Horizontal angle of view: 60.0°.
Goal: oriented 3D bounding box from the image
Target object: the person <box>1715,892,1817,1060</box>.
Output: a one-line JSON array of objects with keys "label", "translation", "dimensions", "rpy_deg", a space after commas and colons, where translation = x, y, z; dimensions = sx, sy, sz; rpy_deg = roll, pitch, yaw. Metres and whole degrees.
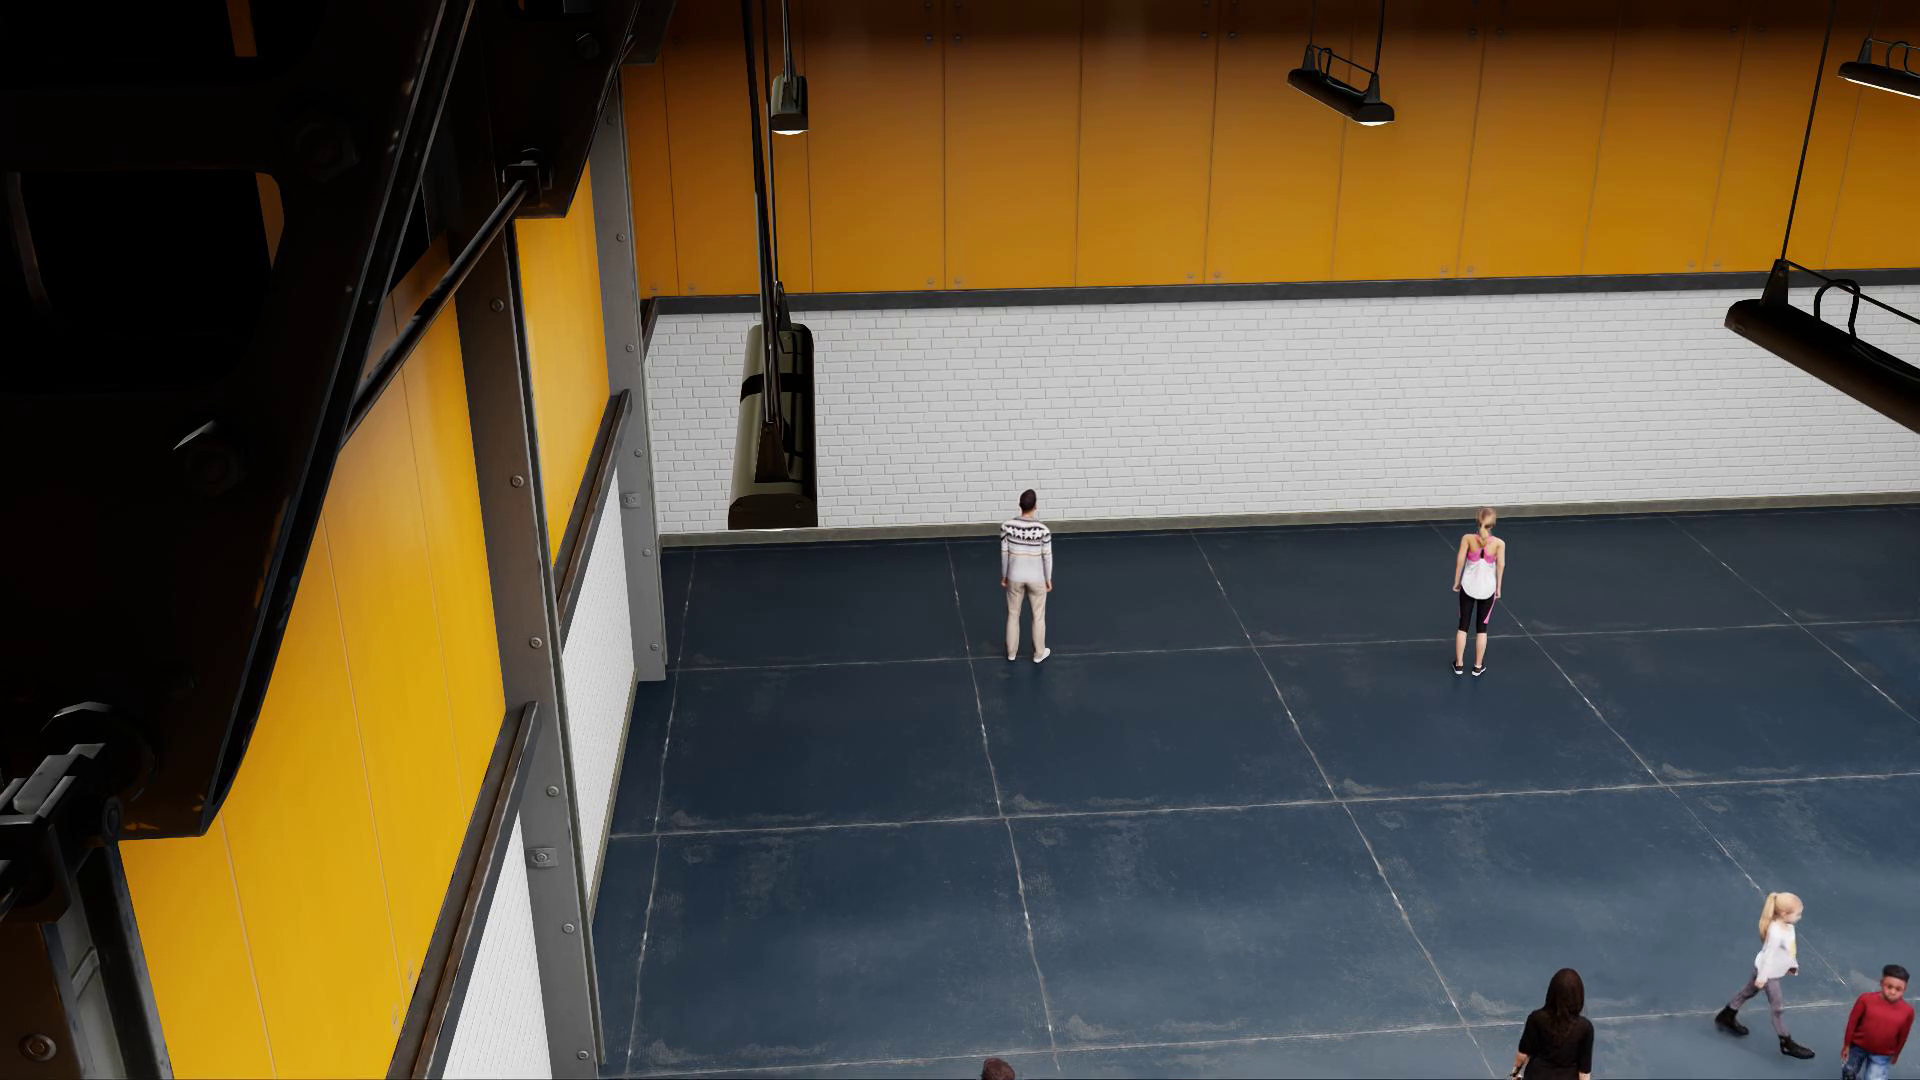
[{"label": "person", "translation": [5.608, 2.992, 11.652], "dimensions": [0.900, 1.245, 0.874], "rpy_deg": [16, 28, 32]}]

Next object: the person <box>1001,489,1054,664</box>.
[{"label": "person", "translation": [0.671, 0.369, 16.883], "dimensions": [0.749, 1.861, 0.681], "rpy_deg": [5, 24, 12]}]

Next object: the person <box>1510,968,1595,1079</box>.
[{"label": "person", "translation": [3.638, 3.404, 10.231], "dimensions": [0.749, 1.628, 0.841], "rpy_deg": [7, 24, 15]}]

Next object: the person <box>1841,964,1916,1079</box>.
[{"label": "person", "translation": [6.010, 3.291, 10.966], "dimensions": [0.780, 1.246, 0.893], "rpy_deg": [13, 27, 28]}]

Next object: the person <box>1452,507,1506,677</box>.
[{"label": "person", "translation": [5.175, 0.509, 16.657], "dimensions": [0.686, 1.786, 0.662], "rpy_deg": [8, 25, 17]}]
